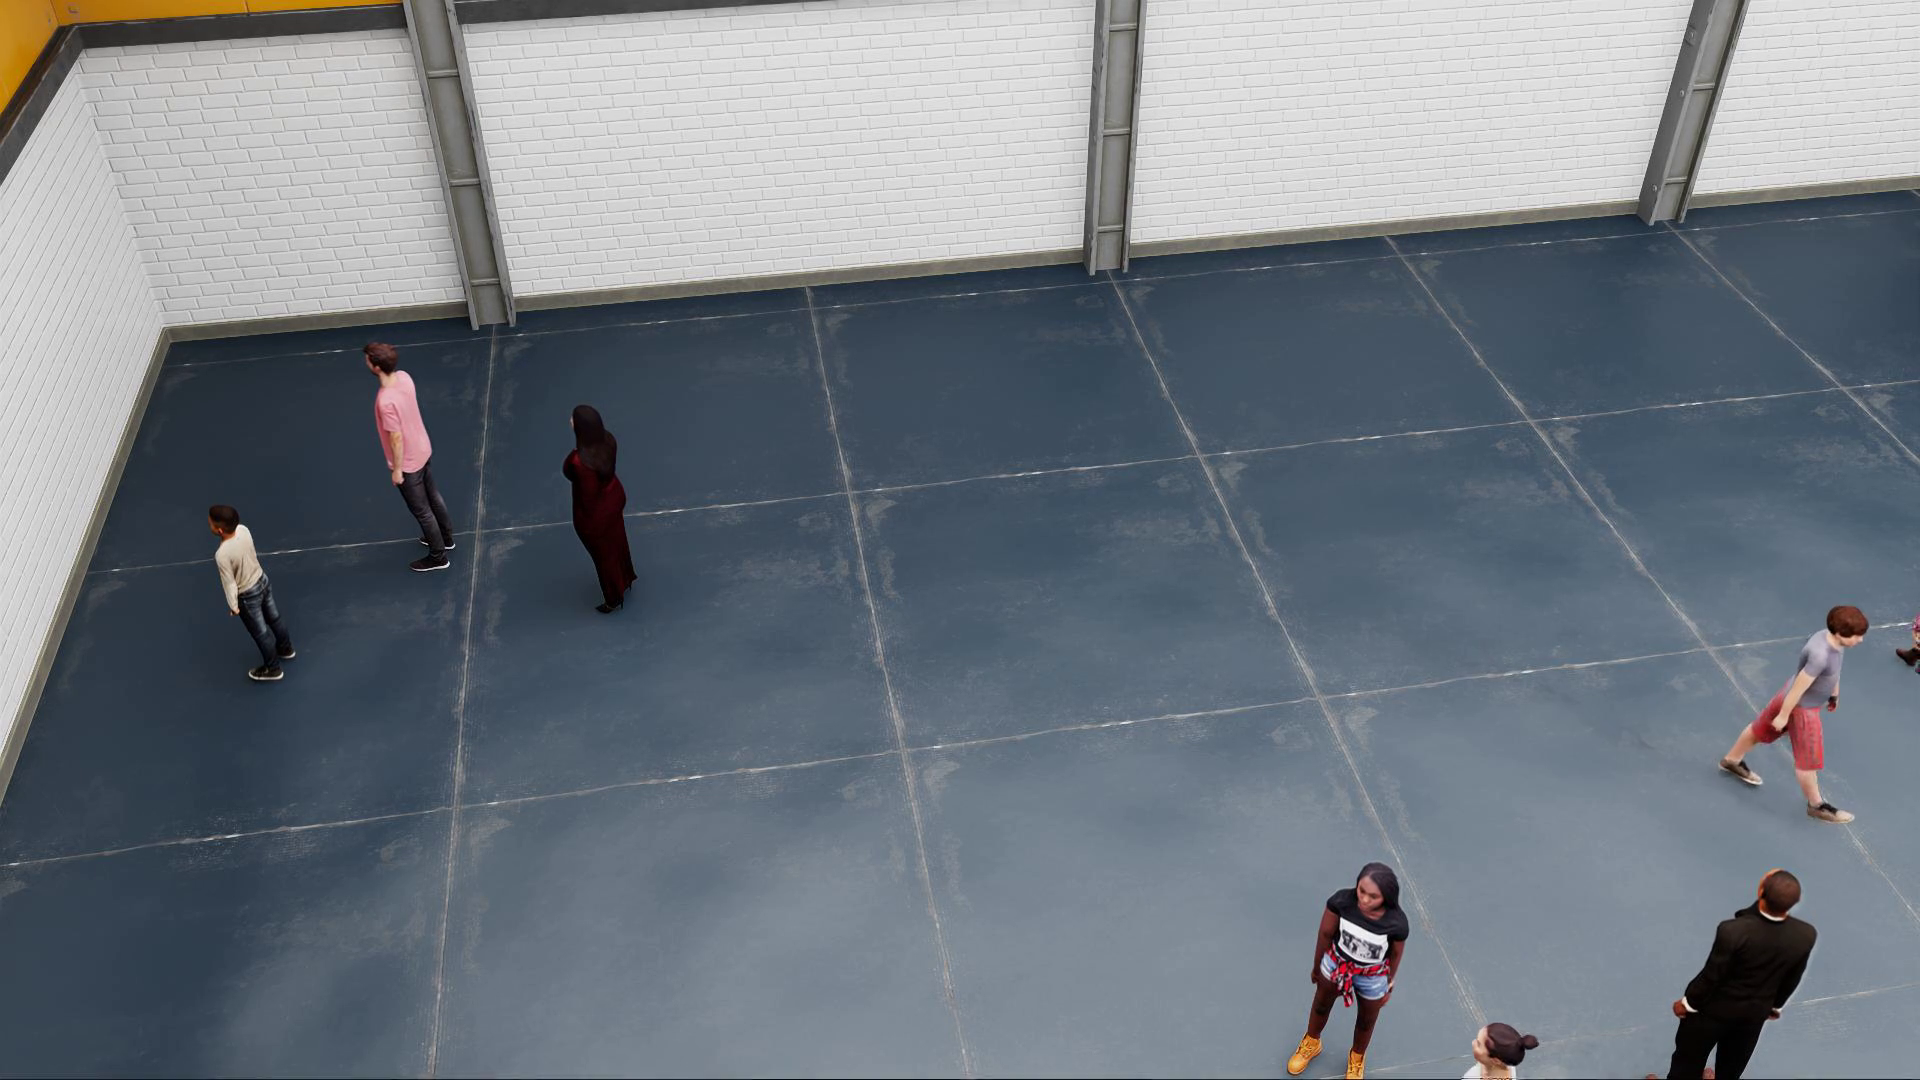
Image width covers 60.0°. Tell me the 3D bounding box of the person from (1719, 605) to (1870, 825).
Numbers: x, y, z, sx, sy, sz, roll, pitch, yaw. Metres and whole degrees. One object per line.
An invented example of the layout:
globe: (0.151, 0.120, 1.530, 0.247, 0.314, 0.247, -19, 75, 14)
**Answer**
person: (5.315, 1.021, 10.683, 1.103, 1.612, 1.097, 28, 46, 31)

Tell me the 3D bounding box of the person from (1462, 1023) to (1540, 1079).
person: (2.680, 2.964, 8.276, 1.095, 1.578, 0.718, 2, 39, 2)

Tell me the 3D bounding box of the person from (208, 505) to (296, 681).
person: (-4.969, 0.344, 11.652, 0.604, 1.461, 0.597, 6, 39, 8)

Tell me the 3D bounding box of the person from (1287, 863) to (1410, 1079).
person: (2.122, 2.333, 8.947, 0.705, 1.728, 0.782, 17, 42, 20)

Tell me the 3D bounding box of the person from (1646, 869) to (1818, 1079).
person: (4.044, 2.409, 8.710, 0.598, 1.903, 0.806, 0, 39, 0)

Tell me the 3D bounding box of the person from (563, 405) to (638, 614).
person: (-2.618, -0.244, 12.150, 0.713, 1.758, 0.736, 6, 39, 7)

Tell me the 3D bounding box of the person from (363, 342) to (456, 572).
person: (-4.123, -0.629, 12.472, 0.604, 1.957, 0.674, 1, 39, 1)
